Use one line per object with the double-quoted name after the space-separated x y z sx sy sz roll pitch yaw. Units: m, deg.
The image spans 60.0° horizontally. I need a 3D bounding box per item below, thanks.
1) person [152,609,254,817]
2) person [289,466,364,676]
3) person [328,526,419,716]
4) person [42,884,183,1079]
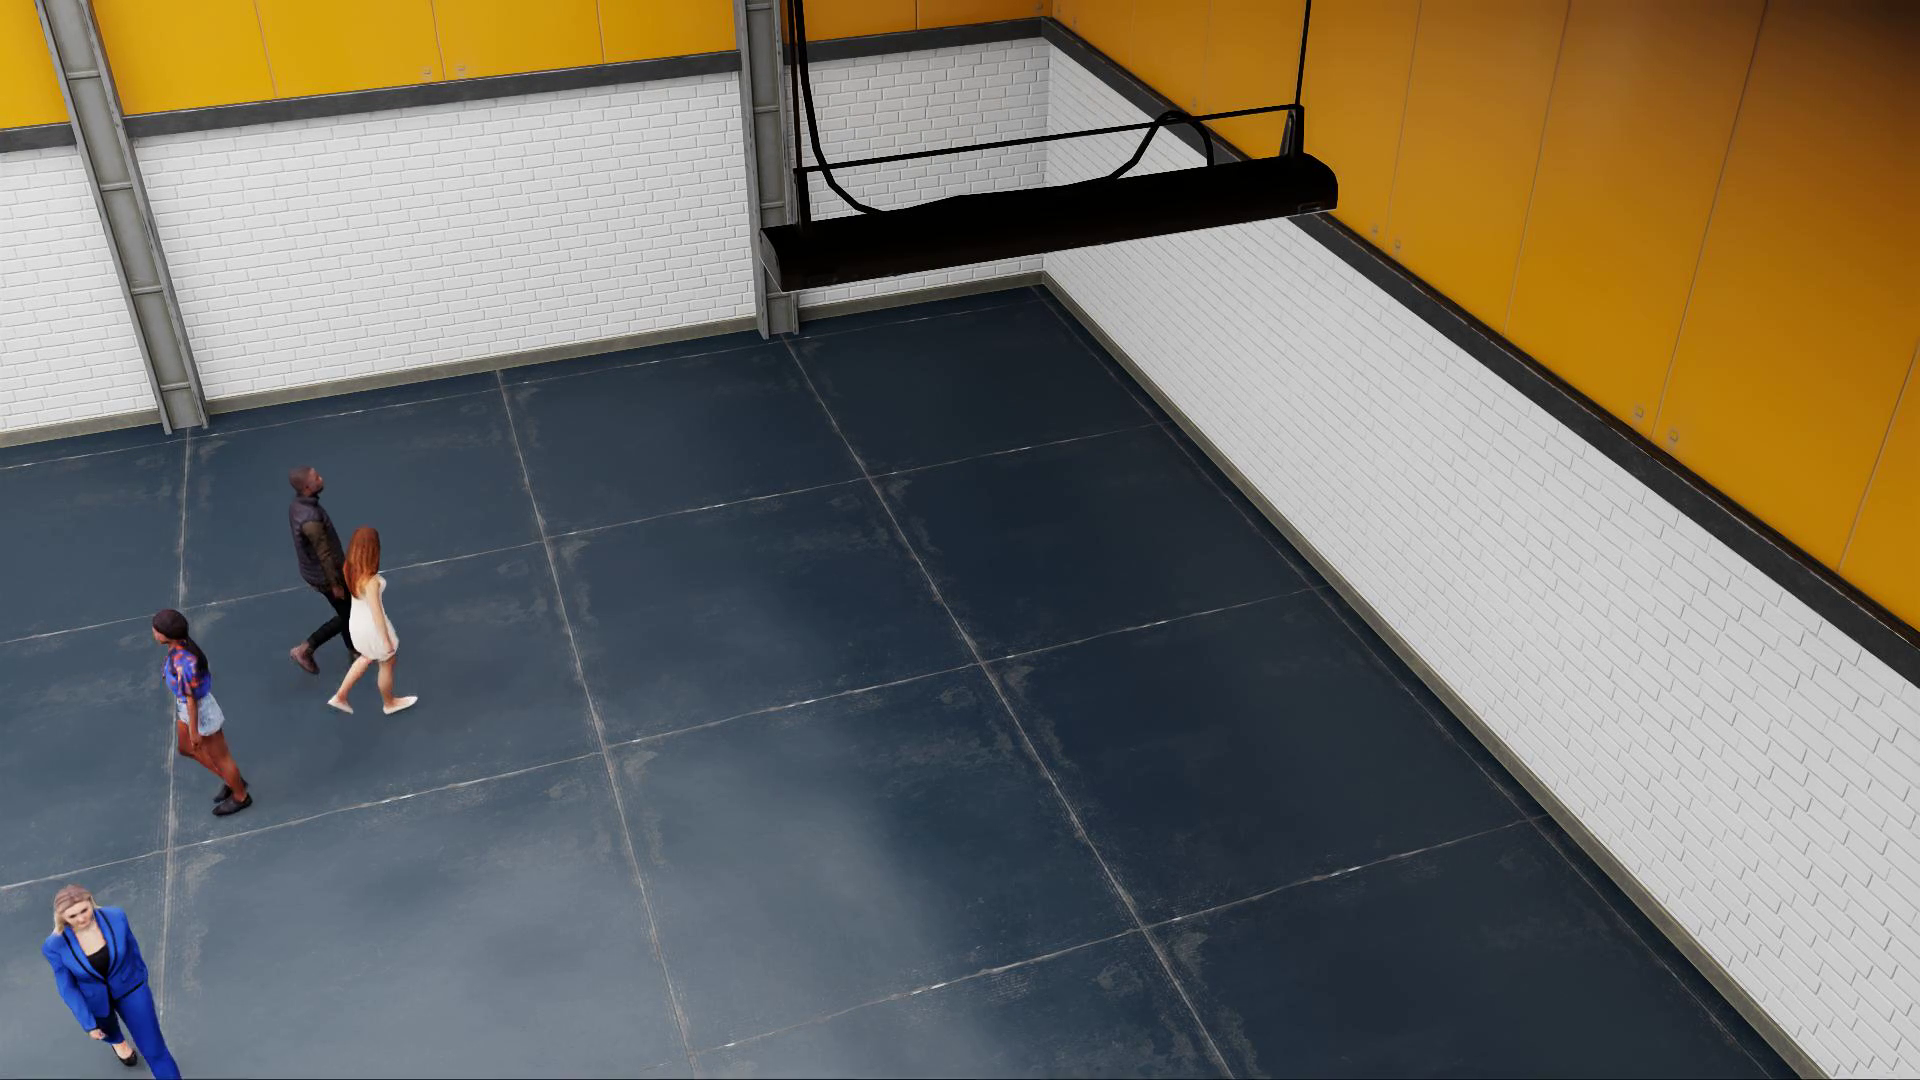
-5.078 1.164 11.356 0.627 1.734 0.635 -17 37 -23 "person"
-4.872 0.270 12.620 0.946 1.823 0.758 -15 36 -21 "person"
-4.382 0.673 12.139 0.952 1.684 0.782 -28 43 -35 "person"
-4.827 2.540 9.360 1.192 1.652 0.936 -27 42 -34 "person"
